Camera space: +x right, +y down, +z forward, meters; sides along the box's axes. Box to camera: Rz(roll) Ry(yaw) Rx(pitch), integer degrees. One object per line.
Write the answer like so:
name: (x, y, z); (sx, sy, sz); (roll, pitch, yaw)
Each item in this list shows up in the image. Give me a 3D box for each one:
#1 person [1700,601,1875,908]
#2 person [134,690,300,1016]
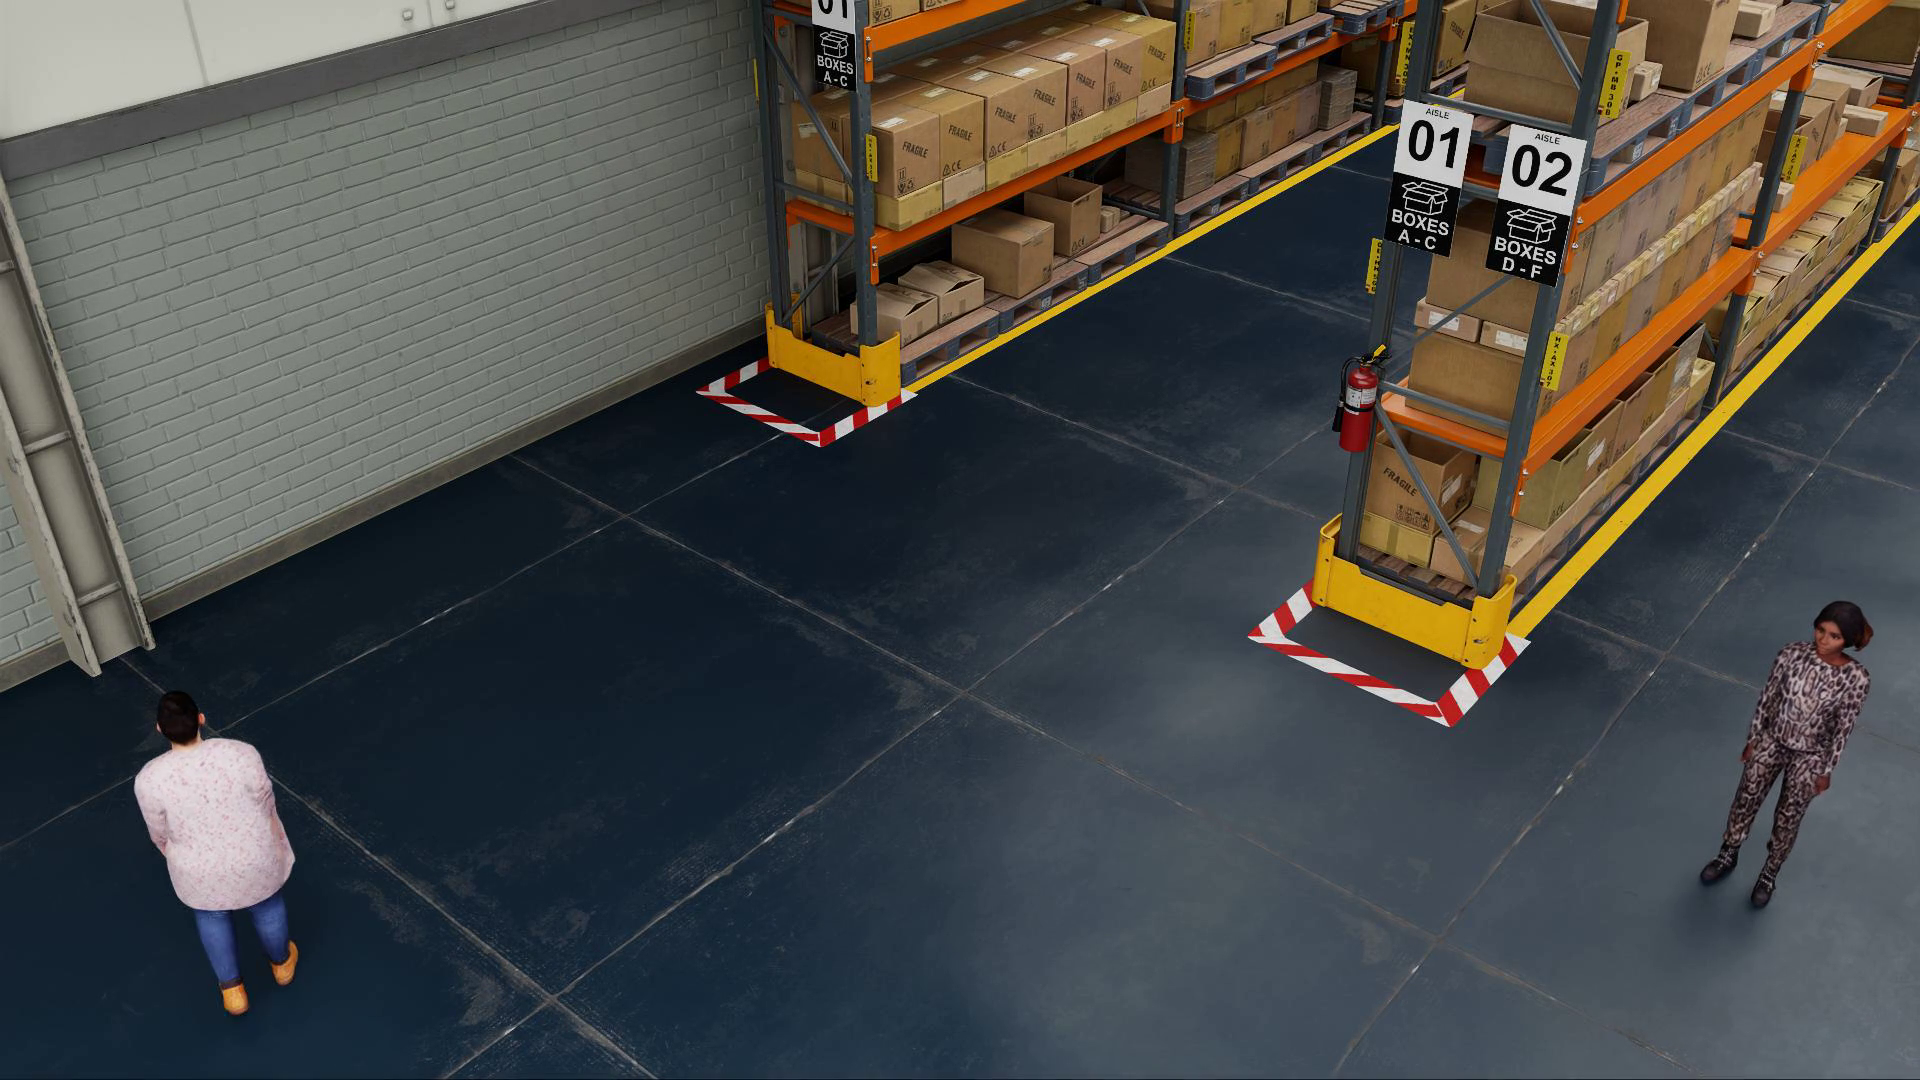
person: (3.967, 1.009, 7.921); (0.589, 1.713, 0.594); (-27, 42, -35)
person: (-3.246, 1.381, 7.324); (0.825, 1.740, 0.899); (-12, 35, -18)
